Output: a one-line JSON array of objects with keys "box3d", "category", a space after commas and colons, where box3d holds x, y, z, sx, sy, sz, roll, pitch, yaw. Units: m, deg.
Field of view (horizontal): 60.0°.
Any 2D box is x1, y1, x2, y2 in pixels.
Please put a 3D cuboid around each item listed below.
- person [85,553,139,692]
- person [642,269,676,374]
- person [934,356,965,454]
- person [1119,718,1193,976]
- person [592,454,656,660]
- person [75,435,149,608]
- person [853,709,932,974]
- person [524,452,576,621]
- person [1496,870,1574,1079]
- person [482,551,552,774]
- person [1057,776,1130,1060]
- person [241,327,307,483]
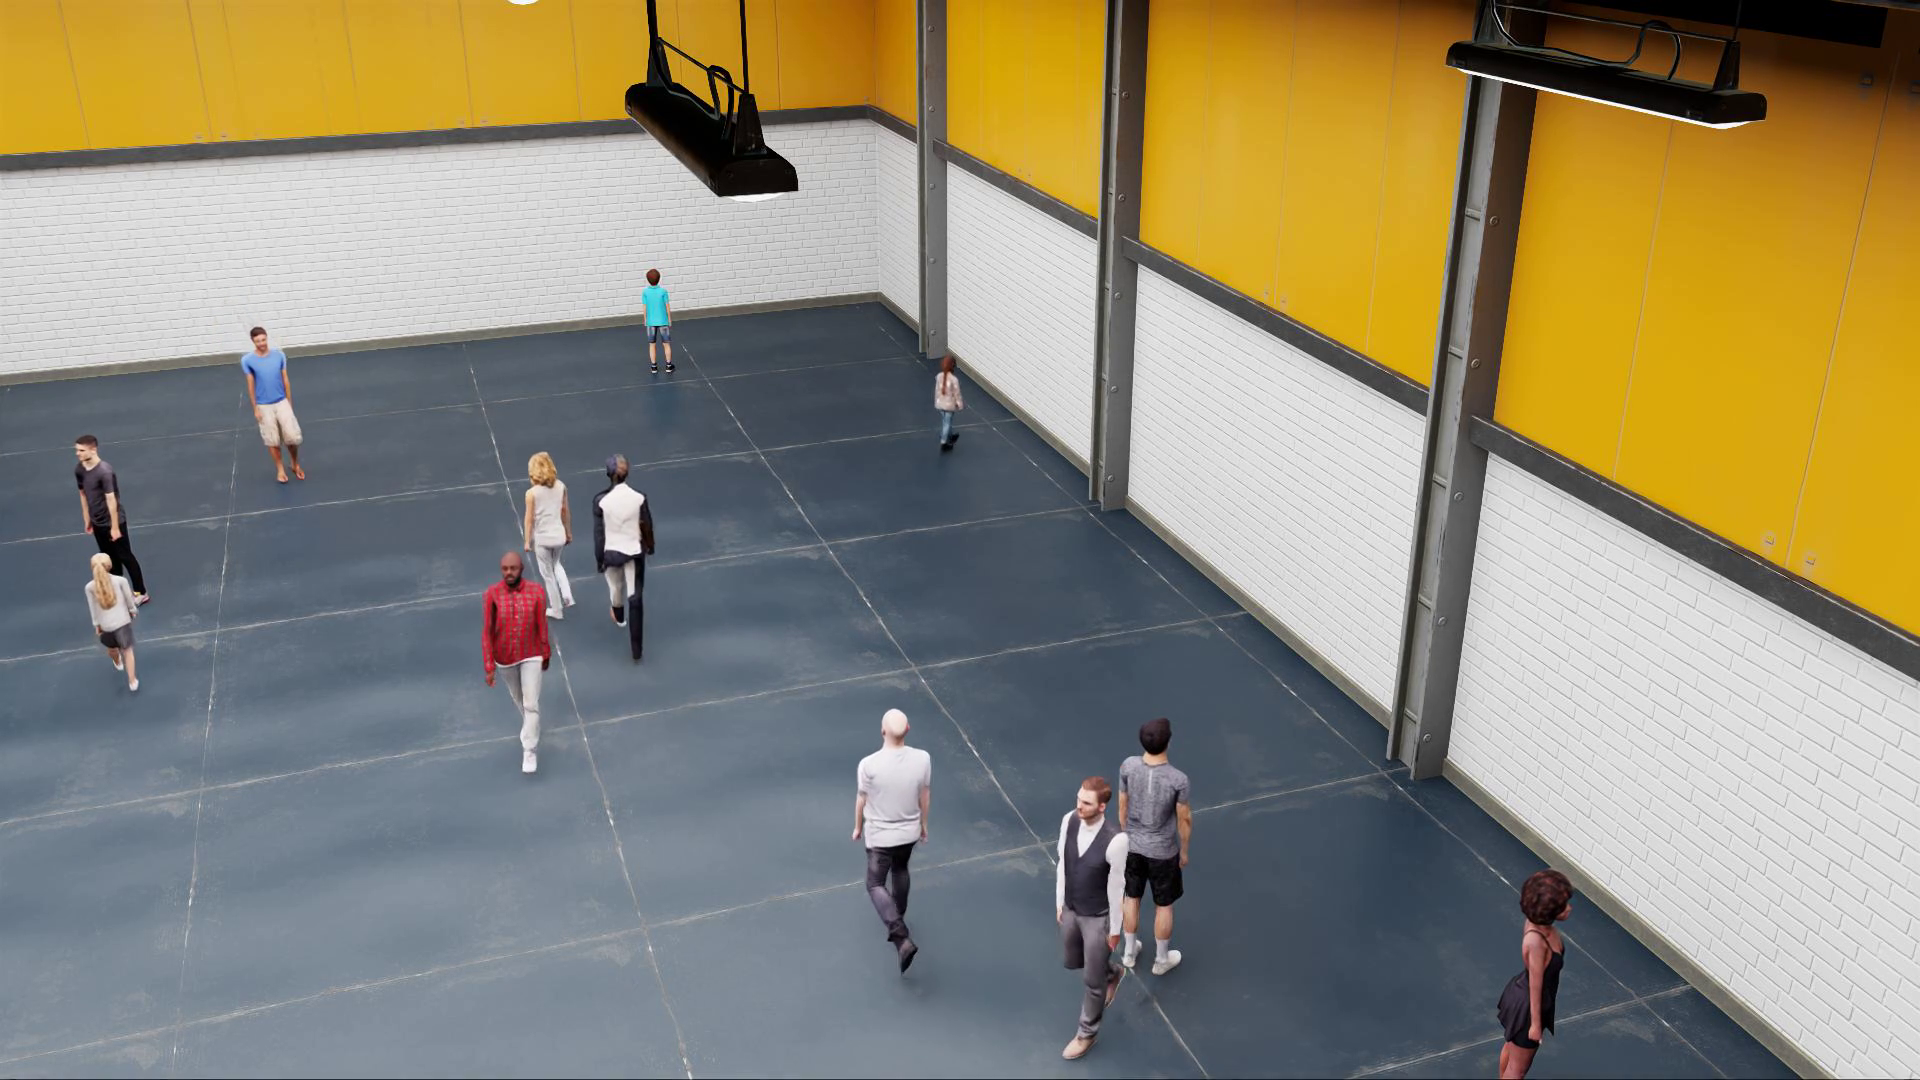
[{"box3d": [-7.393, 0.736, 14.559, 0.552, 1.245, 0.874, -11, 26, -23], "category": "person"}, {"box3d": [-4.170, -3.029, 22.919, 0.577, 1.448, 0.573, -1, 24, -1], "category": "person"}, {"box3d": [-0.189, -1.626, 20.043, 0.728, 1.180, 0.748, 17, 29, 34], "category": "person"}, {"box3d": [1.243, 2.000, 10.889, 0.718, 1.868, 0.793, 12, 27, 26], "category": "person"}, {"box3d": [-3.027, 0.192, 15.060, 0.764, 1.840, 1.181, -7, 24, -15], "category": "person"}, {"box3d": [-8.217, -0.191, 16.037, 0.696, 1.760, 0.759, 11, 26, 23], "category": "person"}, {"box3d": [-0.427, 1.988, 10.991, 0.757, 1.809, 1.102, -11, 26, -24], "category": "person"}, {"box3d": [-3.844, -0.008, 15.747, 0.755, 1.658, 0.719, 18, 29, 35], "category": "person"}, {"box3d": [3.237, 2.662, 9.474, 0.708, 1.790, 0.633, 7, 25, 16], "category": "person"}, {"box3d": [-3.591, 0.909, 13.503, 0.848, 1.775, 1.259, -3, 24, -7], "category": "person"}, {"box3d": [0.874, 2.255, 10.244, 0.919, 1.919, 0.966, -21, 31, -39], "category": "person"}, {"box3d": [-7.931, -1.579, 19.105, 0.695, 1.847, 0.705, -13, 27, -27], "category": "person"}]
